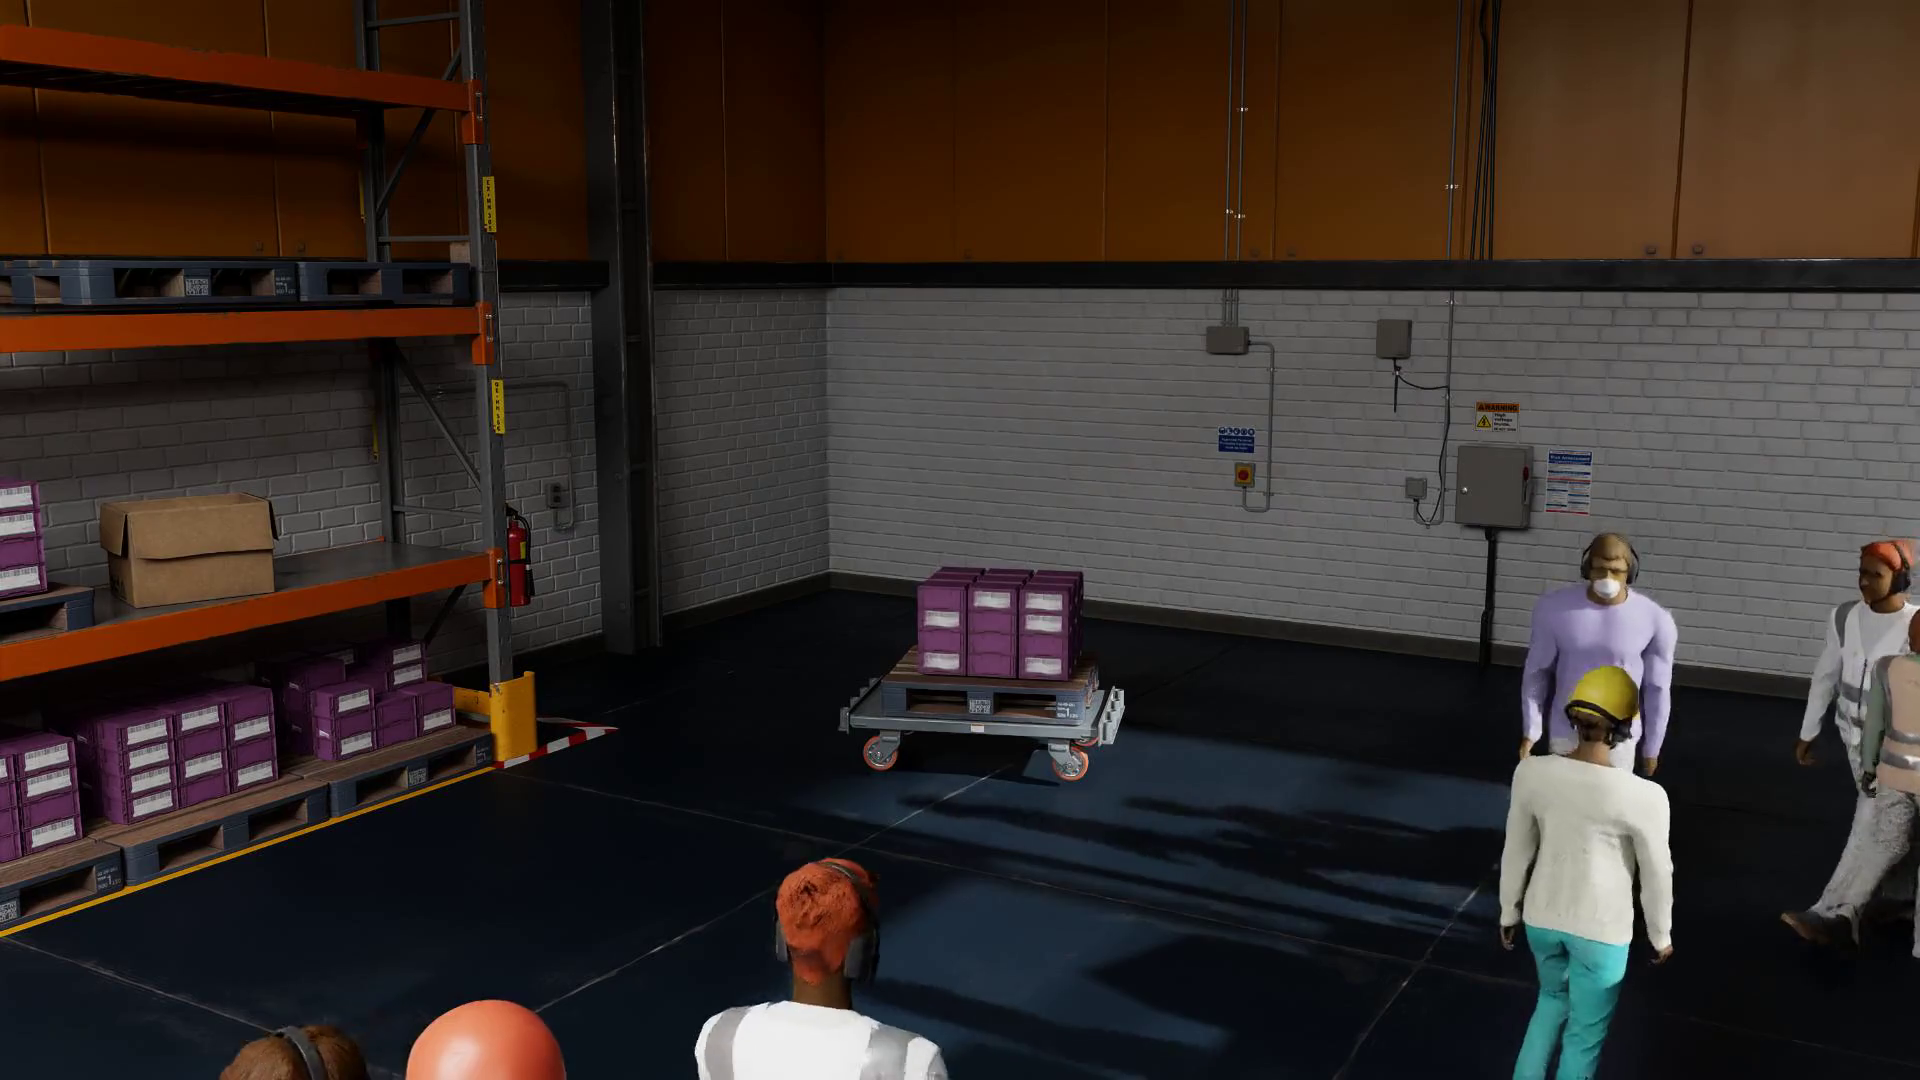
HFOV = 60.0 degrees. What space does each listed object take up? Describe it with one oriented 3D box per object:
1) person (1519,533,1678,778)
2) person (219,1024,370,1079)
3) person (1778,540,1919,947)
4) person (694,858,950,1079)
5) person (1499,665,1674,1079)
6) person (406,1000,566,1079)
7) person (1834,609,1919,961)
[{"bbox_3d":[2.927,0.882,7.647,0.626,1.891,1.049,6,11,34],"label":"person"},{"bbox_3d":[-1.047,1.679,2.891,0.631,1.818,0.864,9,13,43],"label":"person"},{"bbox_3d":[4.092,0.914,7.552,0.993,1.829,0.606,-4,10,-23],"label":"person"},{"bbox_3d":[-0.289,1.568,3.381,0.602,1.867,0.713,4,10,25],"label":"person"},{"bbox_3d":[2.075,1.281,5.543,0.420,1.751,0.524,-8,12,-40],"label":"person"},{"bbox_3d":[-0.684,1.642,2.516,0.612,1.995,0.376,-7,12,-38],"label":"person"},{"bbox_3d":[4.165,1.069,7.247,0.523,1.626,0.527,-6,11,-31],"label":"person"}]
